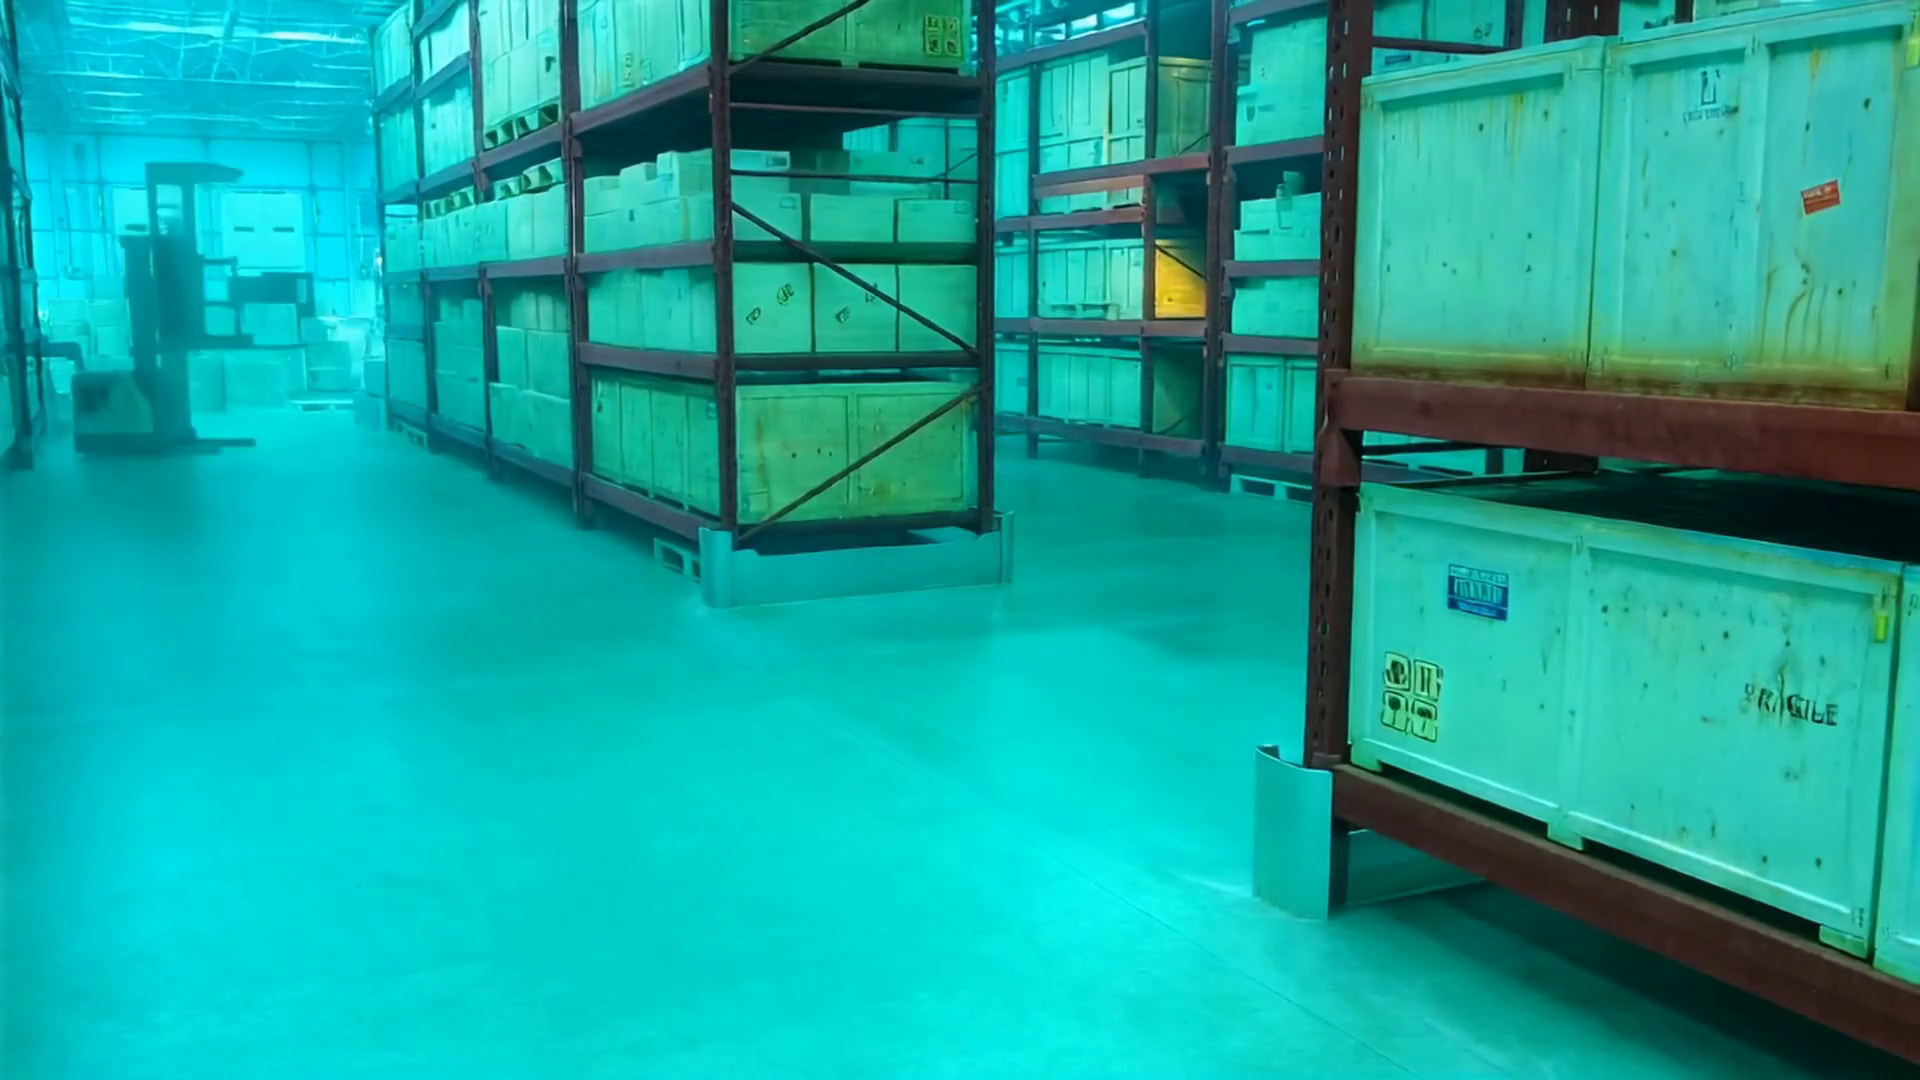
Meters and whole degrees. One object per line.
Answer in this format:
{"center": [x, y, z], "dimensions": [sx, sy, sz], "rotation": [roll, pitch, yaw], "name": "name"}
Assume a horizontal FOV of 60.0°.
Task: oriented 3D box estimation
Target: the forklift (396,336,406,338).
{"center": [-10.728, -4.194, 33.008], "dimensions": [1.129, 2.768, 1.873], "rotation": [-4, 9, -26], "name": "forklift"}

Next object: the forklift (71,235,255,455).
{"center": [-10.377, -2.525, 21.502], "dimensions": [1.873, 2.768, 1.129], "rotation": [0, 8, 0], "name": "forklift"}

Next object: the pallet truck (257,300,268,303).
{"center": [-23.913, -7.404, 58.171], "dimensions": [1.885, 1.965, 0.823], "rotation": [-1, 8, -9], "name": "pallet truck"}

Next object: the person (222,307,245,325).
{"center": [-20.637, -5.793, 47.294], "dimensions": [0.637, 1.932, 0.363], "rotation": [-1, 8, -7], "name": "person"}

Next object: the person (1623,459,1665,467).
{"center": [4.128, -0.248, 9.307], "dimensions": [0.810, 1.865, 0.430], "rotation": [2, 8, 11], "name": "person"}

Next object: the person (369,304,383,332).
{"center": [-14.603, -4.989, 41.885], "dimensions": [0.674, 1.893, 0.569], "rotation": [6, 10, 38], "name": "person"}

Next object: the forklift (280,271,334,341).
{"center": [-19.063, -6.376, 48.057], "dimensions": [1.873, 2.768, 1.129], "rotation": [6, 10, 37], "name": "forklift"}
